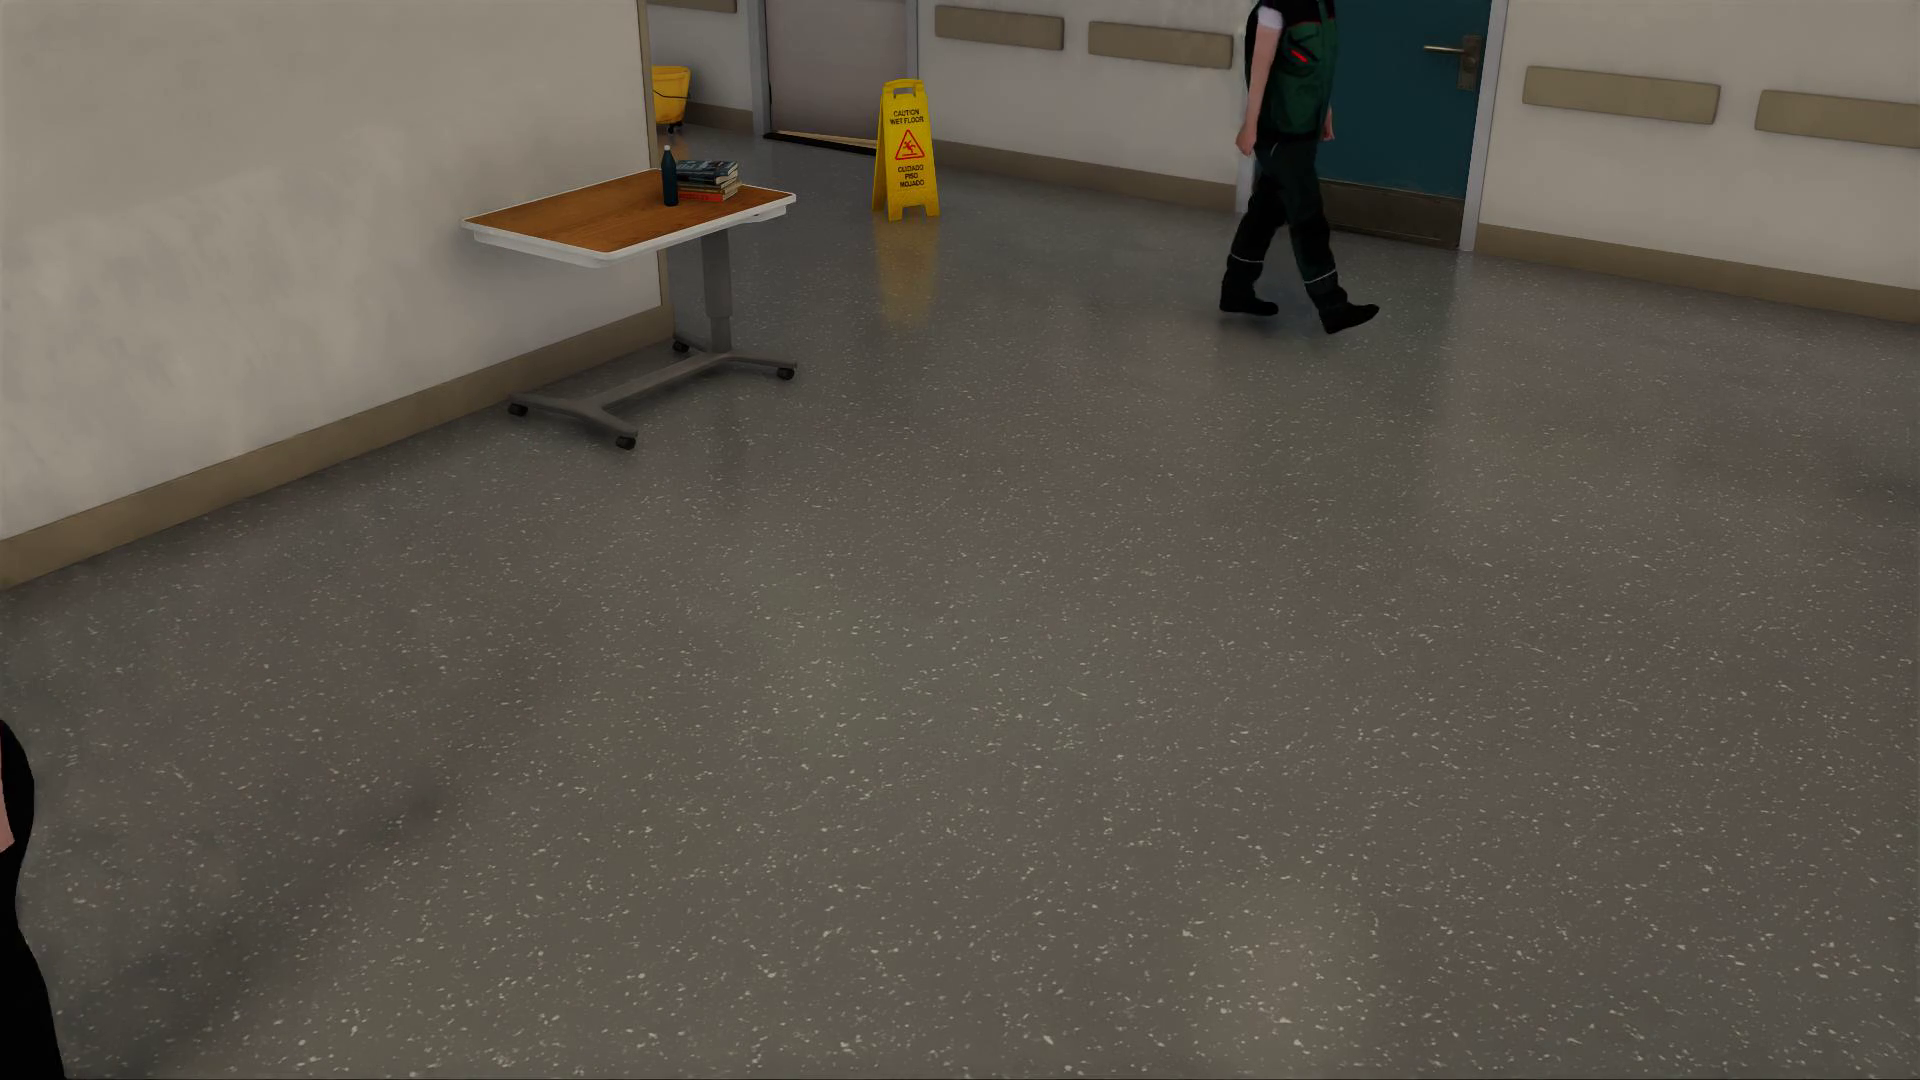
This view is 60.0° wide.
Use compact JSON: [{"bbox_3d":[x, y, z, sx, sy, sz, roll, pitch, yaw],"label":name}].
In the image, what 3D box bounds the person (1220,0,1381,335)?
[{"bbox_3d":[1.408,-1.838,7.448,1.024,1.807,0.668,17,30,31],"label":"person"}]
